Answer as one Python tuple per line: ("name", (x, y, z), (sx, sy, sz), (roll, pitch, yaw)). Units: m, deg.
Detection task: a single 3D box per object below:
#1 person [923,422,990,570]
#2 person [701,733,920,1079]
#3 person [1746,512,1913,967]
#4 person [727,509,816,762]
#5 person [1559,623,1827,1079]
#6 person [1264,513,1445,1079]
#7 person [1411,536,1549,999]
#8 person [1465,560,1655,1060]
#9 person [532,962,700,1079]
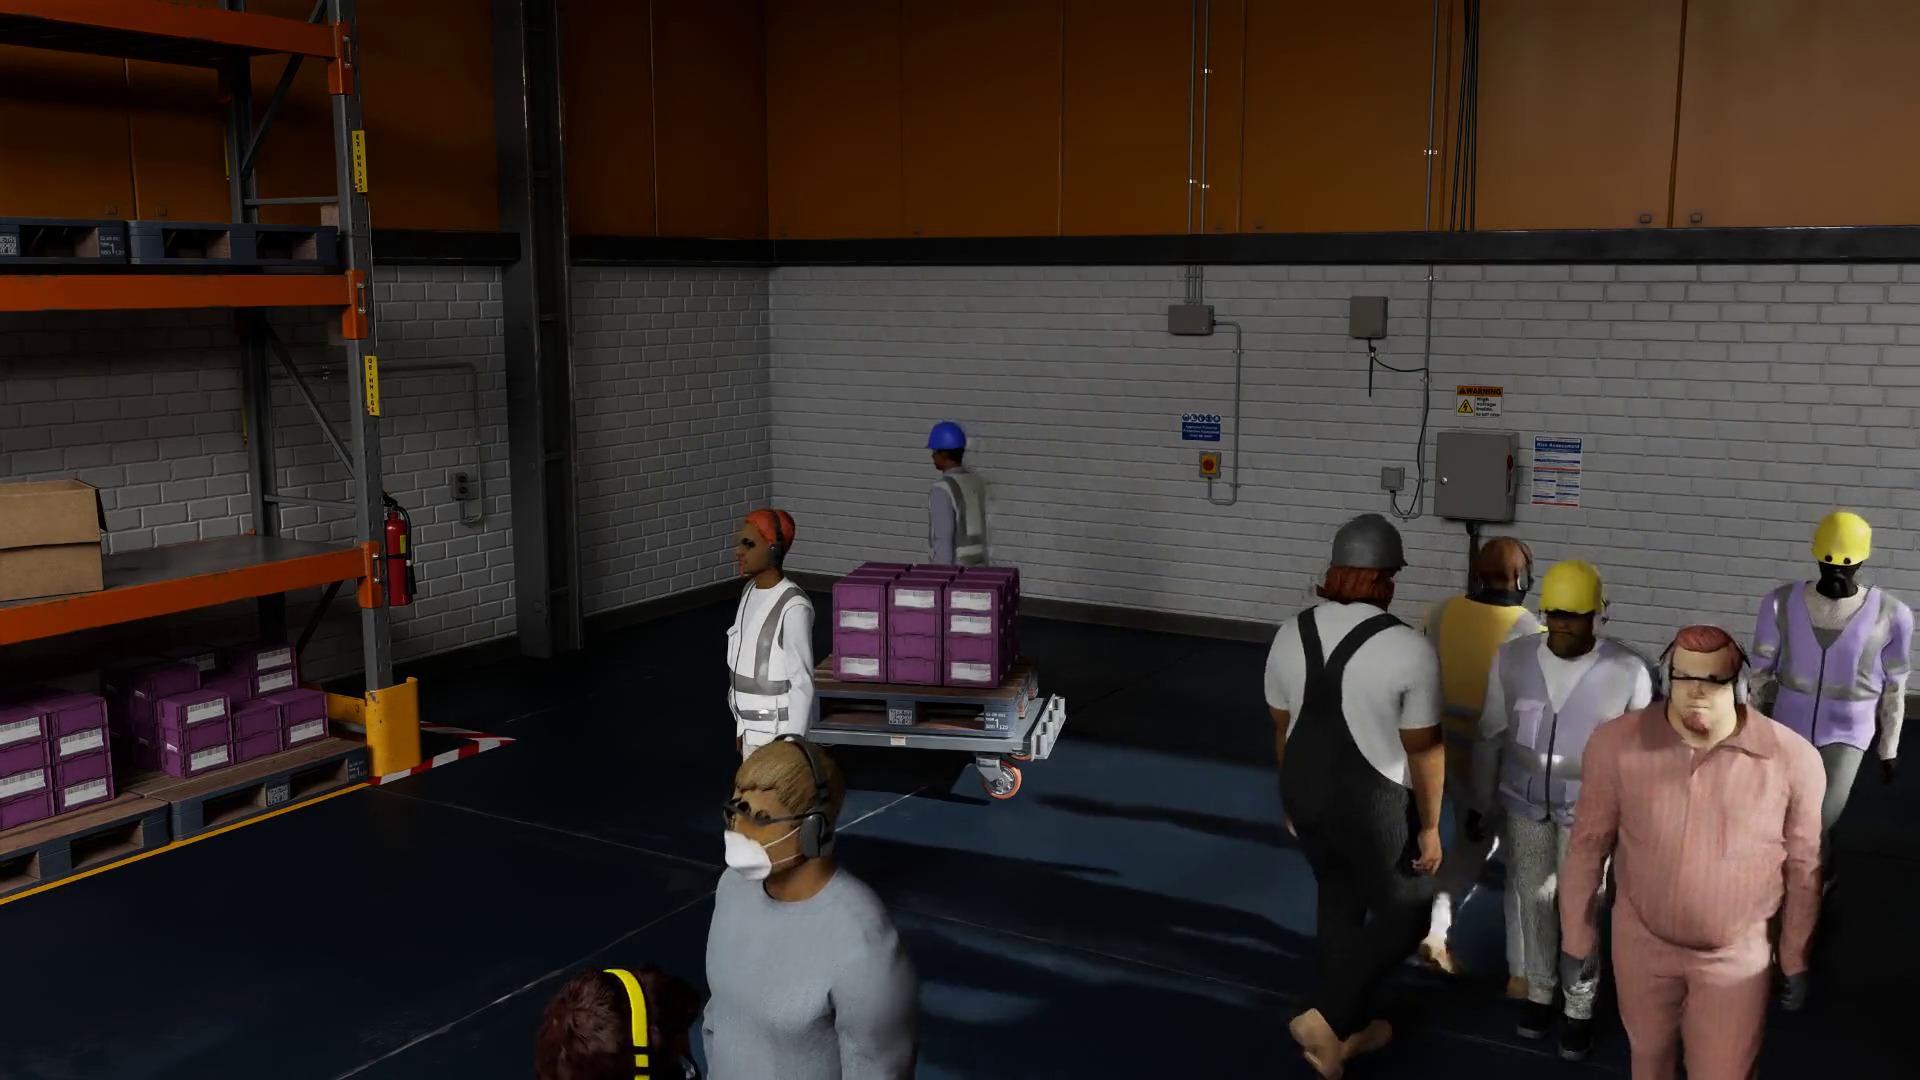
("person", (-0.098, 0.199, 10.611), (0.965, 1.897, 0.650), (5, 10, 30))
("person", (-0.335, 1.336, 3.397), (0.372, 1.940, 0.632), (-7, 12, -39))
("person", (3.672, 0.788, 7.085), (0.612, 1.871, 1.037), (8, 12, 40))
("person", (-0.792, 0.803, 6.900), (0.356, 1.885, 0.573), (-5, 10, -29))
("person", (2.034, 1.164, 4.698), (0.669, 1.862, 0.931), (5, 11, 31))
("person", (1.364, 0.897, 5.822), (0.707, 2.000, 0.686), (-7, 12, -38))
("person", (2.092, 0.887, 6.581), (0.566, 1.816, 0.637), (-6, 11, -33))
("person", (2.157, 0.973, 6.051), (0.610, 1.812, 0.556), (6, 11, 34))
("person", (-0.501, 1.524, 2.462), (0.329, 1.865, 0.516), (-7, 11, -36))
